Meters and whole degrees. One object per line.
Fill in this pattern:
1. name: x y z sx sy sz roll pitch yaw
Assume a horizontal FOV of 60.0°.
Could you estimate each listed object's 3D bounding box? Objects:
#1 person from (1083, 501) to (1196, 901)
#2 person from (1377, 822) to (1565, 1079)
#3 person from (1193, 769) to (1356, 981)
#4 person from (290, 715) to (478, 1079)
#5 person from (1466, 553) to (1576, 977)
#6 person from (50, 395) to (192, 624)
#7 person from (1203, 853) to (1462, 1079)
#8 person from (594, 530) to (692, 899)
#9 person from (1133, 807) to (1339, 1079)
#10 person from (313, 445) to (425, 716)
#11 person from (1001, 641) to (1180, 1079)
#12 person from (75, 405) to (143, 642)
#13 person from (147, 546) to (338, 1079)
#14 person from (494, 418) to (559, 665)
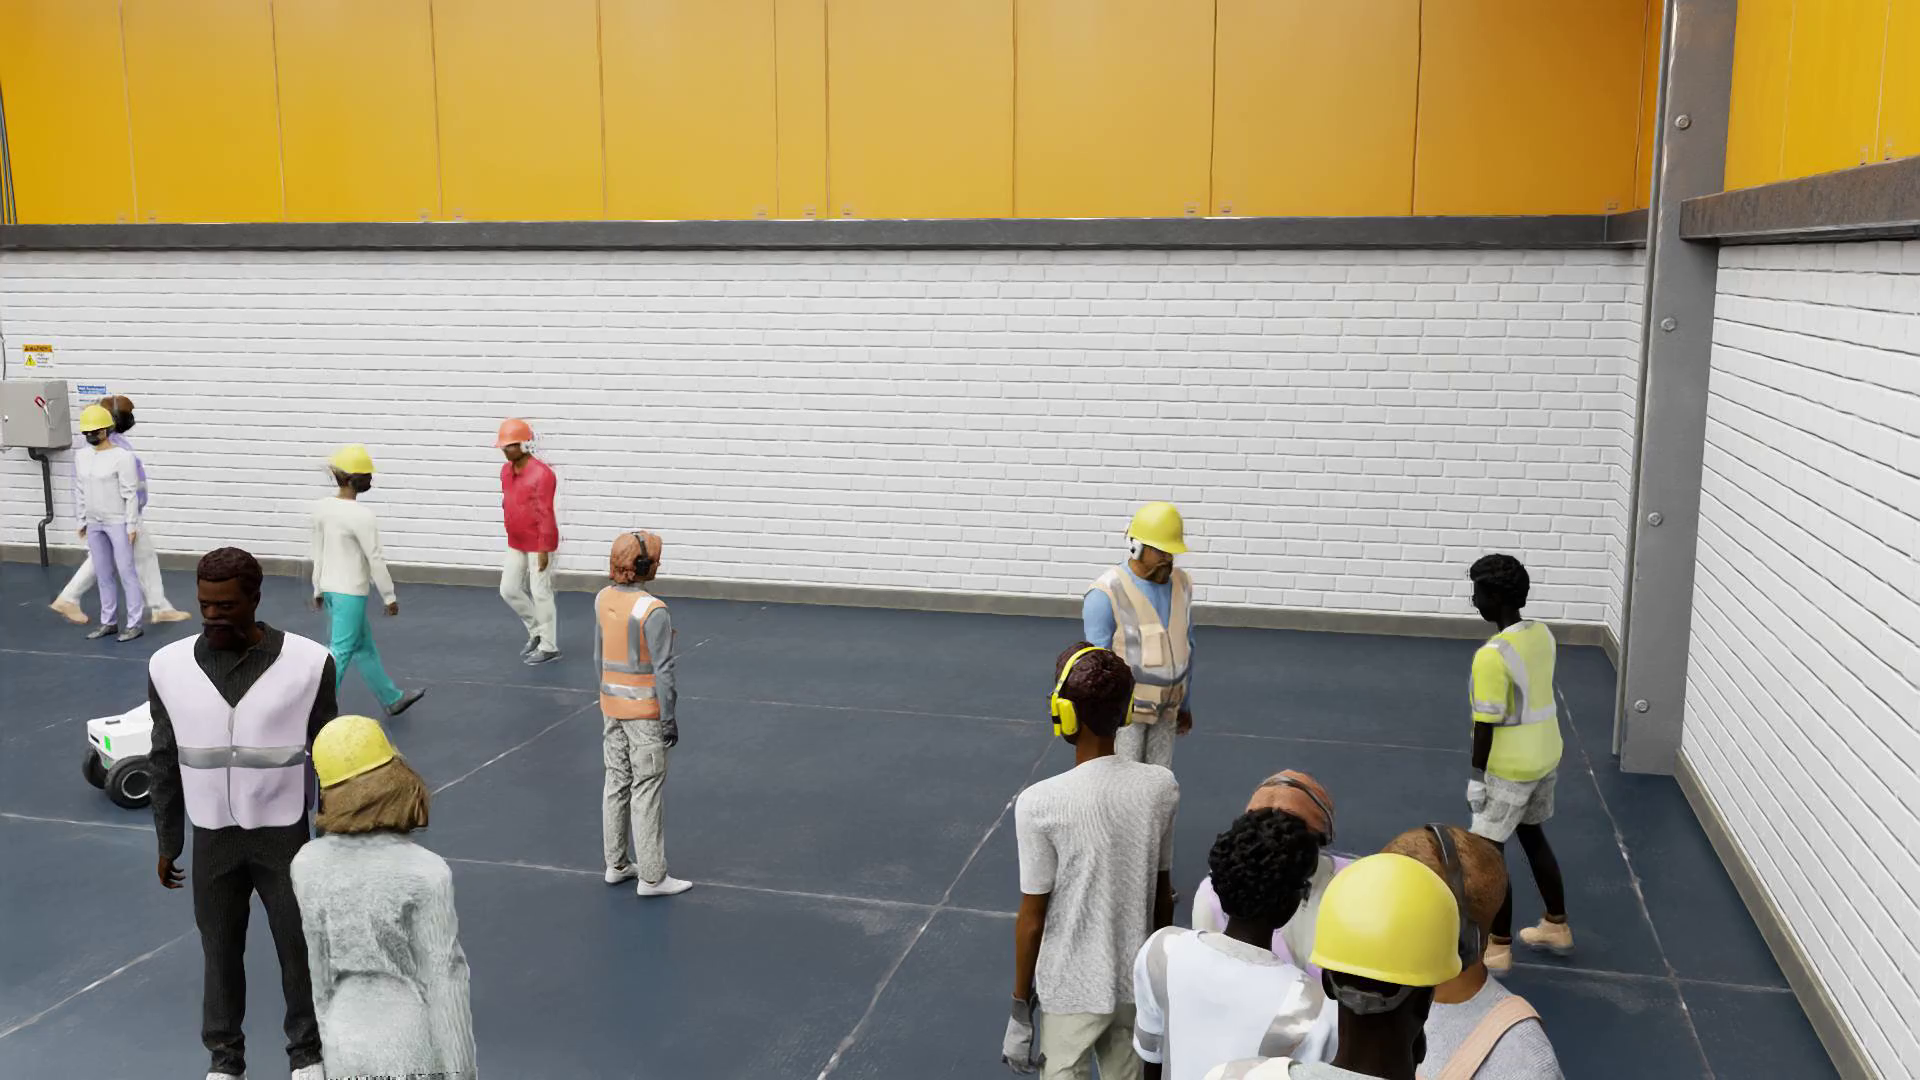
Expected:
1. person: 0.799 0.719 7.223 0.601 1.810 0.437 -7 12 -36
2. person: 0.876 1.404 3.083 0.327 1.842 0.514 -3 10 -19
3. person: 0.822 1.336 4.175 0.533 1.605 0.719 0 10 3
4. person: -1.428 1.289 4.166 0.538 1.708 0.385 3 10 19
5. person: 2.207 0.891 6.578 0.444 1.678 0.613 9 13 43
6. person: -6.549 -0.223 12.828 0.945 1.807 0.630 -5 11 -29
7. person: 0.647 1.436 2.659 0.586 1.925 0.369 6 11 30
8. person: -1.436 0.771 7.411 0.522 1.638 0.310 9 13 44
9. person: 0.601 1.400 3.584 0.540 1.684 0.321 8 13 41
10. person: -3.570 0.297 9.948 0.535 1.722 0.854 9 13 43
11. person: 0.338 1.187 4.332 0.502 1.862 0.328 -6 11 -33
12. person: -6.320 -0.121 12.319 0.526 1.761 0.344 3 10 17
13. person: -2.347 0.955 5.514 0.597 1.915 0.369 -2 10 -10
14. person: -3.029 0.012 11.598 0.600 1.731 0.397 7 12 36
